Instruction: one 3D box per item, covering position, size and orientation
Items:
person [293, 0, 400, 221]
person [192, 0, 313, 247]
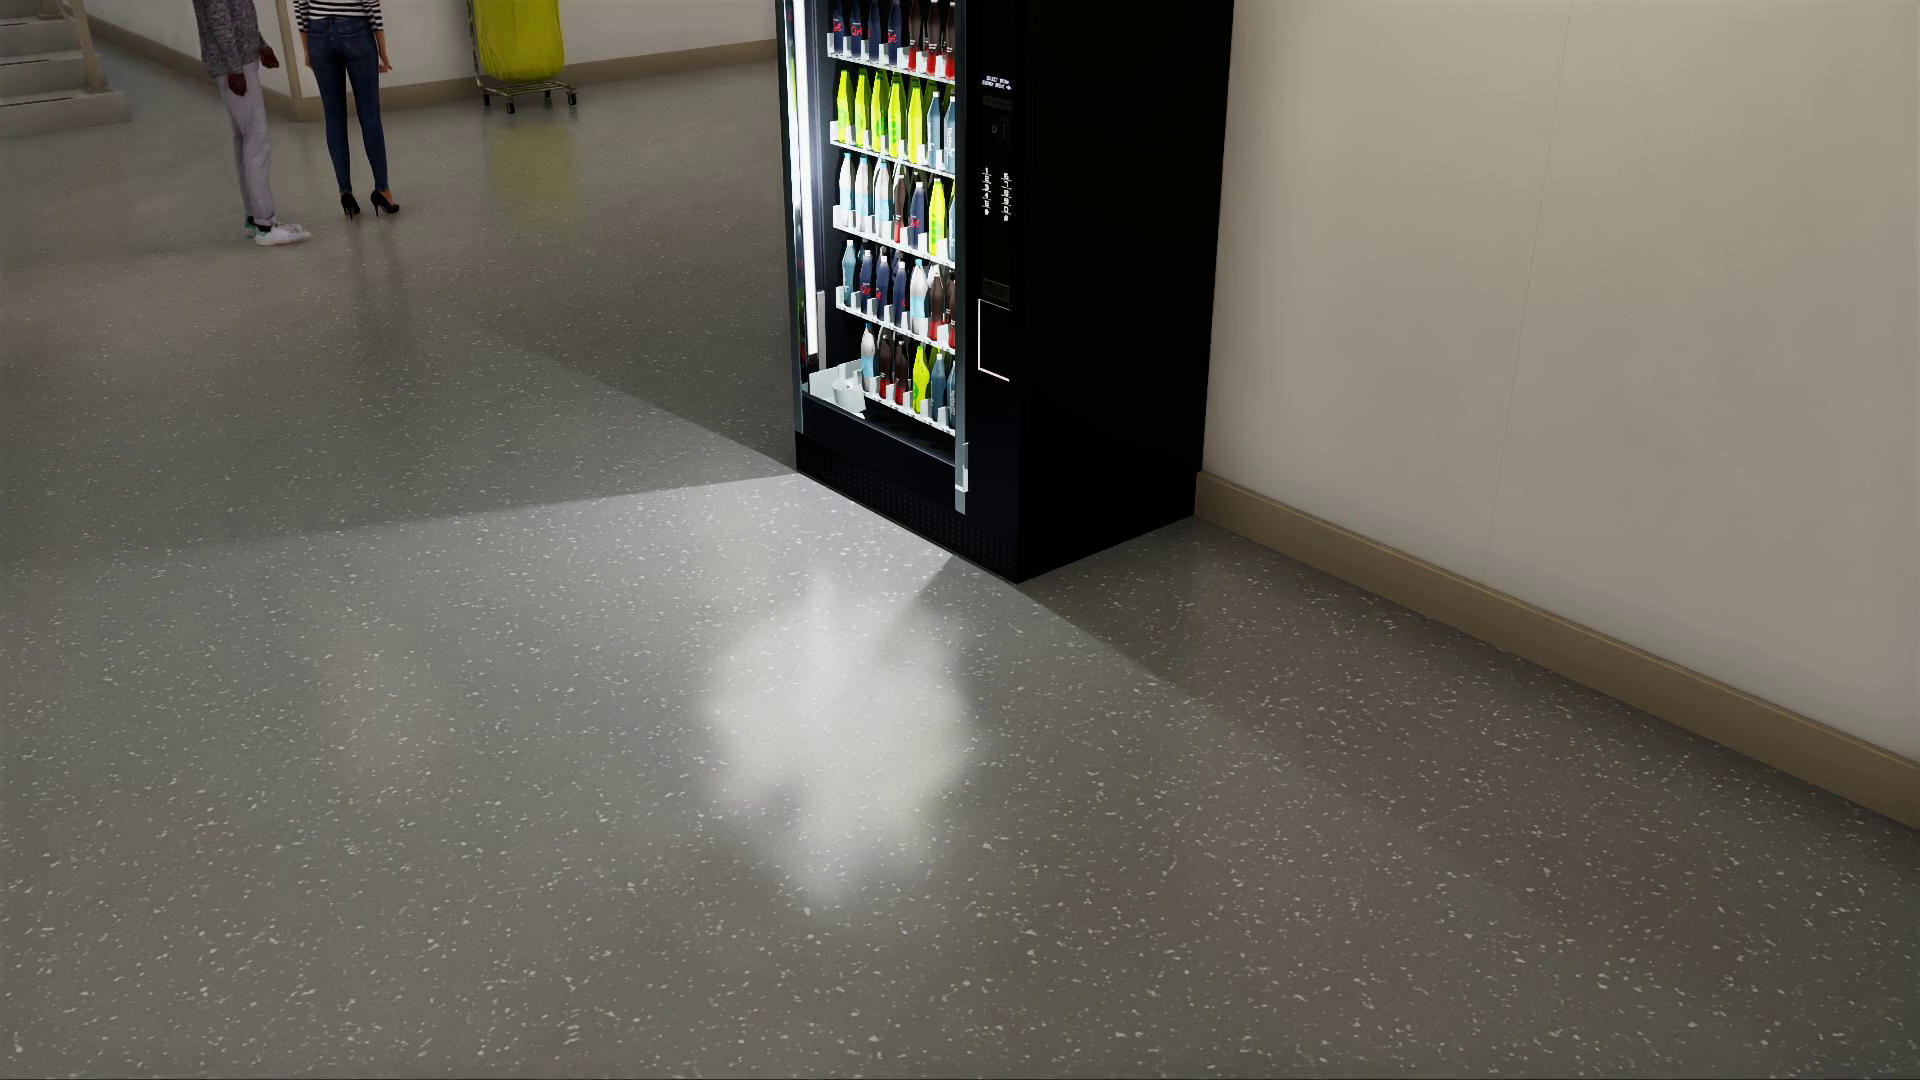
[{"bbox_3d":[-3.335,-2.645,8.979,0.669,1.794,0.702,-1,26,-2],"label":"person"},{"bbox_3d":[-3.772,-2.449,8.531,0.847,1.831,0.684,-10,27,-20],"label":"person"}]
